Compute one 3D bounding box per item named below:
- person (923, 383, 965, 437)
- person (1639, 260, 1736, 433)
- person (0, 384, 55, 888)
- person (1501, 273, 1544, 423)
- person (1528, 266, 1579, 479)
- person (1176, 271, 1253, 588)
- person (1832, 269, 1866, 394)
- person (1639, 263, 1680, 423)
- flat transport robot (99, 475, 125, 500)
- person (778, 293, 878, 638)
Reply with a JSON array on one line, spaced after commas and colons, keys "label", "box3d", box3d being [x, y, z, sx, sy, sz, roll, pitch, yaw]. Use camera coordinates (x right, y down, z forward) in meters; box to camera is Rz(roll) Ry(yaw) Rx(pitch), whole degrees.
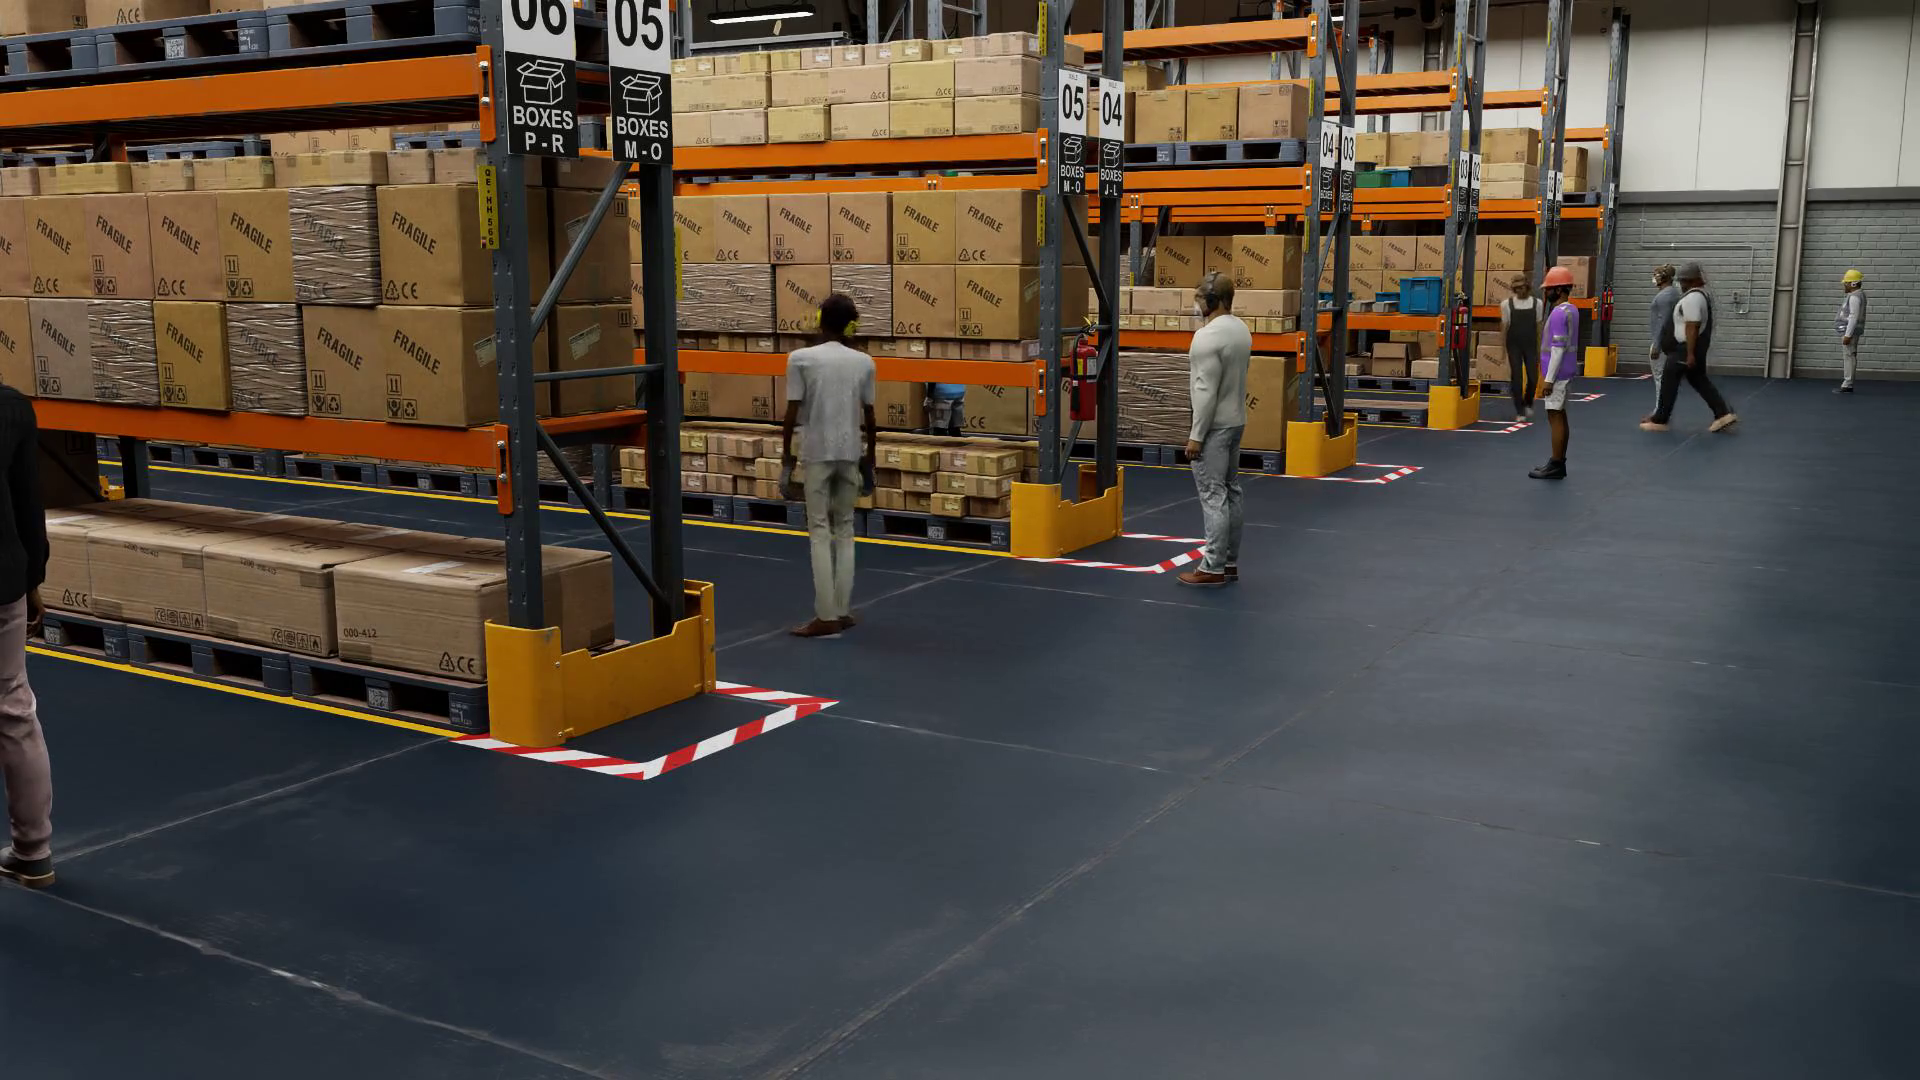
[{"label": "person", "box3d": [-0.136, -1.230, 14.194, 0.318, 1.697, 0.534, 6, 11, 30]}, {"label": "person", "box3d": [8.460, -2.246, 19.132, 0.988, 2.000, 0.688, 7, 12, 35]}, {"label": "person", "box3d": [-3.130, 0.165, 5.152, 0.376, 1.995, 0.611, 6, 11, 30]}, {"label": "person", "box3d": [6.858, -2.343, 20.337, 0.504, 1.827, 0.425, 2, 10, 12]}, {"label": "person", "box3d": [5.435, -1.520, 15.187, 0.355, 1.938, 0.544, 6, 11, 30]}, {"label": "person", "box3d": [1.567, -0.674, 10.228, 0.372, 1.940, 0.632, 6, 11, 30]}, {"label": "person", "box3d": [13.155, -3.076, 24.602, 0.404, 1.833, 0.589, 6, 11, 30]}, {"label": "person", "box3d": [8.509, -2.373, 20.177, 0.372, 1.940, 0.632, 6, 11, 30]}, {"label": "flat transport robot", "box3d": [-7.510, -0.375, 13.355, 0.652, 0.197, 1.431, 6, 11, 30]}, {"label": "person", "box3d": [-0.693, -0.395, 8.940, 0.589, 1.835, 0.472, -4, 11, -24]}]
